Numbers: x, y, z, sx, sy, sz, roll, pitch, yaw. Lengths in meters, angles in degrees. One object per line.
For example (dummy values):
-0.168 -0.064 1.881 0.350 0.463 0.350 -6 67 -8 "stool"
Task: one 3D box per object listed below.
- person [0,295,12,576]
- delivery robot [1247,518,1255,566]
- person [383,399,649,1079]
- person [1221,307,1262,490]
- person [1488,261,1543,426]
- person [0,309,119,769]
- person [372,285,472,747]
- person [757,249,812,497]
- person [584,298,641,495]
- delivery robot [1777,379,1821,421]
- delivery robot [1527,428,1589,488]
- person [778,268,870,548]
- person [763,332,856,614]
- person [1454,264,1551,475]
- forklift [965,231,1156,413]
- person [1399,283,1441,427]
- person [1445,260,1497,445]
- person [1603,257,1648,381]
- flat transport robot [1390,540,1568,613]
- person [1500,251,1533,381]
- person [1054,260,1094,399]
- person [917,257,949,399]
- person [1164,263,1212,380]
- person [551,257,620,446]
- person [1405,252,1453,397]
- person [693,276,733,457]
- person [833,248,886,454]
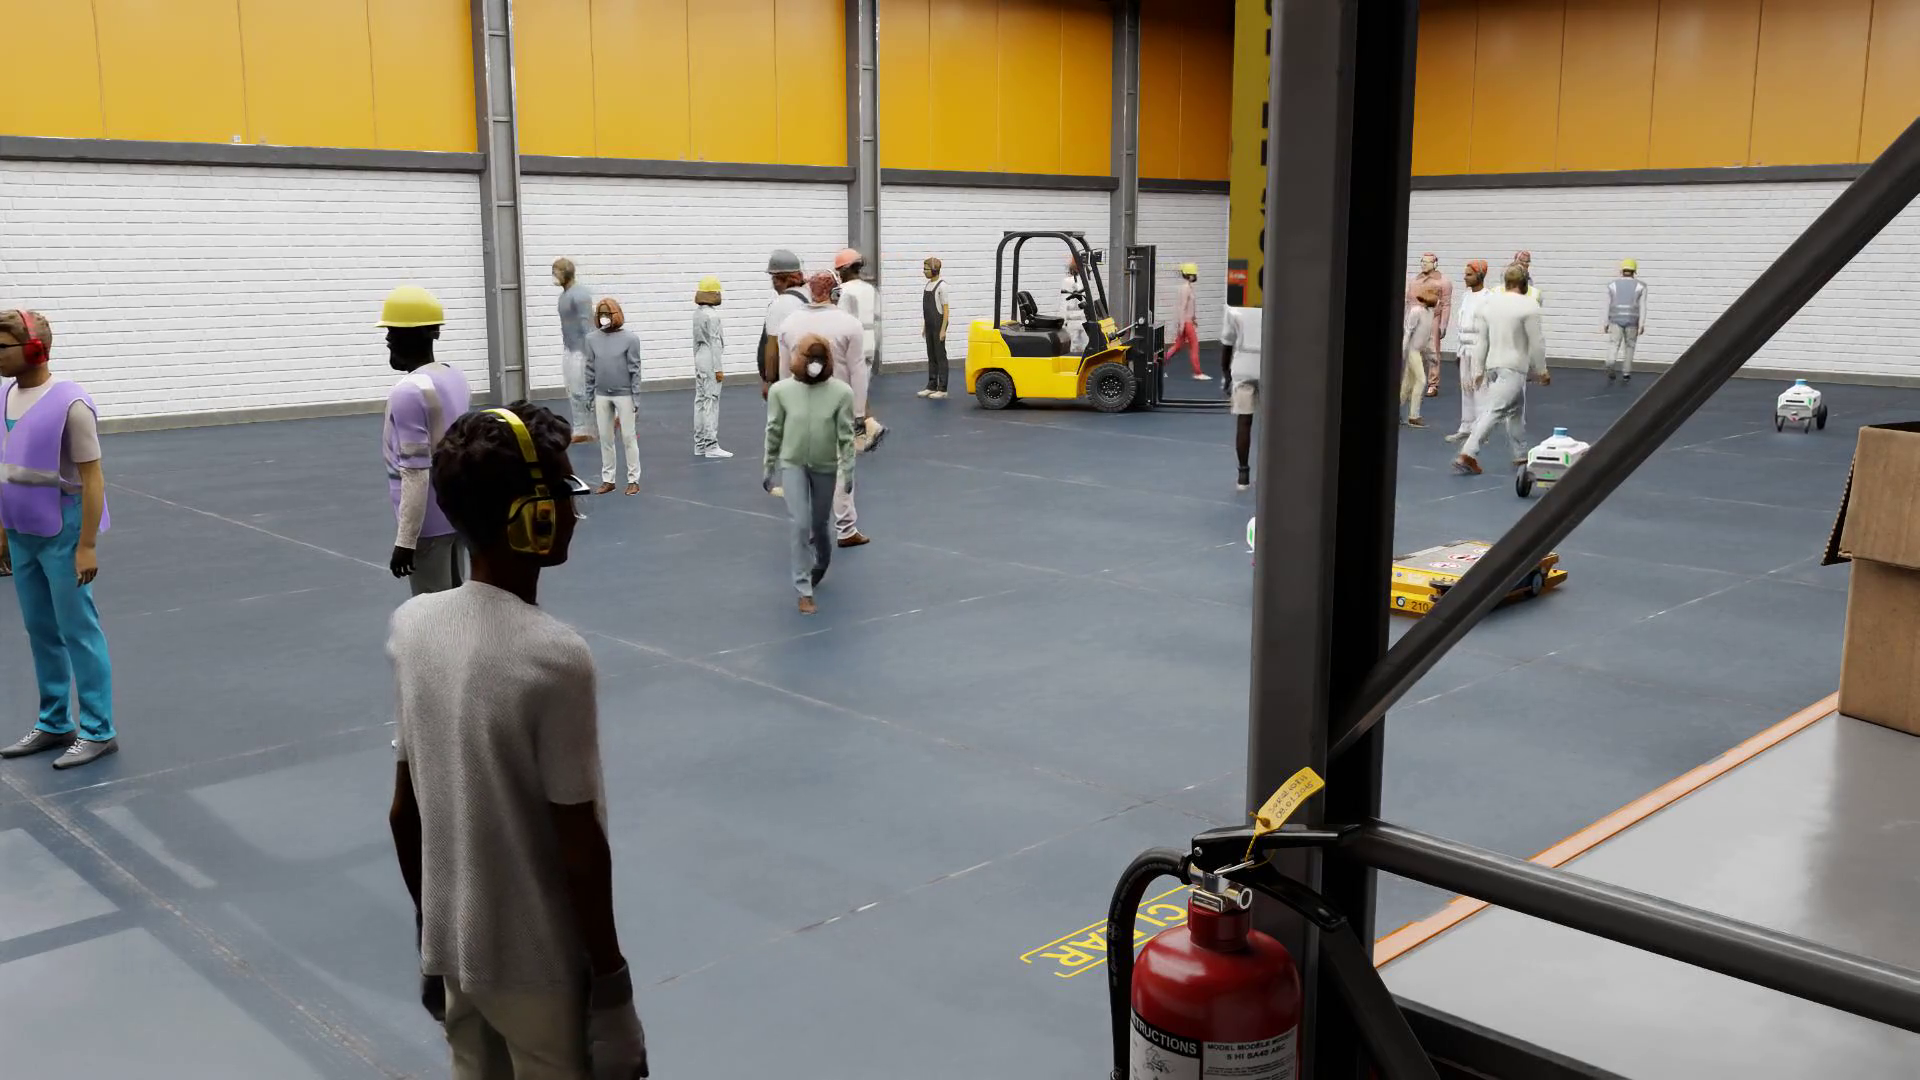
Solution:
-6.132 -0.729 10.425 0.382 1.933 0.543 -5 11 -25 "person"
2.080 -0.003 9.957 0.707 0.478 0.477 3 11 15 "delivery robot"
-0.722 0.705 2.764 0.520 1.874 0.332 8 13 38 "person"
2.549 -1.417 14.201 0.633 1.919 0.906 3 11 14 "person"
6.189 -2.193 18.645 0.621 1.845 0.429 2 11 11 "person"
-3.673 -0.009 6.725 0.570 1.842 0.377 5 12 27 "person"
-2.214 -0.087 6.925 0.368 1.928 0.585 1 10 3 "person"
-1.388 -1.360 13.558 0.540 2.000 0.706 3 11 18 "person"
-2.852 -1.176 13.696 0.501 1.626 0.282 3 11 14 "person"
9.197 -1.517 18.218 0.477 0.478 0.707 7 13 33 "delivery robot"
4.907 -0.676 13.626 0.477 0.478 0.707 7 12 33 "delivery robot"
-0.915 -0.902 11.428 0.642 1.909 0.399 4 11 22 "person"
-0.878 -0.419 9.669 0.526 1.595 0.763 -2 11 -9 "person"
4.870 -1.528 14.928 1.066 1.892 0.619 -4 11 -19 "person"
1.222 -2.721 20.561 2.313 2.155 1.214 2 11 13 "forklift"
5.102 -2.058 18.554 0.605 1.588 0.525 7 13 34 "person"
5.239 -1.902 16.941 0.338 1.882 0.583 -3 11 -14 "person"
9.688 -3.205 24.258 0.594 1.814 0.699 6 12 29 "person"
2.968 0.211 9.822 0.652 0.197 1.431 10 14 43 "flat transport robot"
8.139 -3.251 24.247 0.642 1.906 0.410 -9 14 -41 "person"
1.488 -2.764 21.737 0.344 1.860 0.683 9 14 41 "person"
-0.331 -2.775 21.821 0.348 1.842 0.505 -6 12 -30 "person"
3.303 -3.243 24.672 0.861 1.733 0.525 2 11 12 "person"
-3.801 -1.899 16.841 0.598 1.915 0.664 -6 12 -31 "person"
6.176 -2.857 22.093 0.638 1.908 0.407 10 14 43 "person"
-2.403 -1.673 16.081 0.317 1.742 0.492 -6 12 -31 "person"
-0.982 -1.821 16.177 0.664 2.008 0.656 7 13 35 "person"
